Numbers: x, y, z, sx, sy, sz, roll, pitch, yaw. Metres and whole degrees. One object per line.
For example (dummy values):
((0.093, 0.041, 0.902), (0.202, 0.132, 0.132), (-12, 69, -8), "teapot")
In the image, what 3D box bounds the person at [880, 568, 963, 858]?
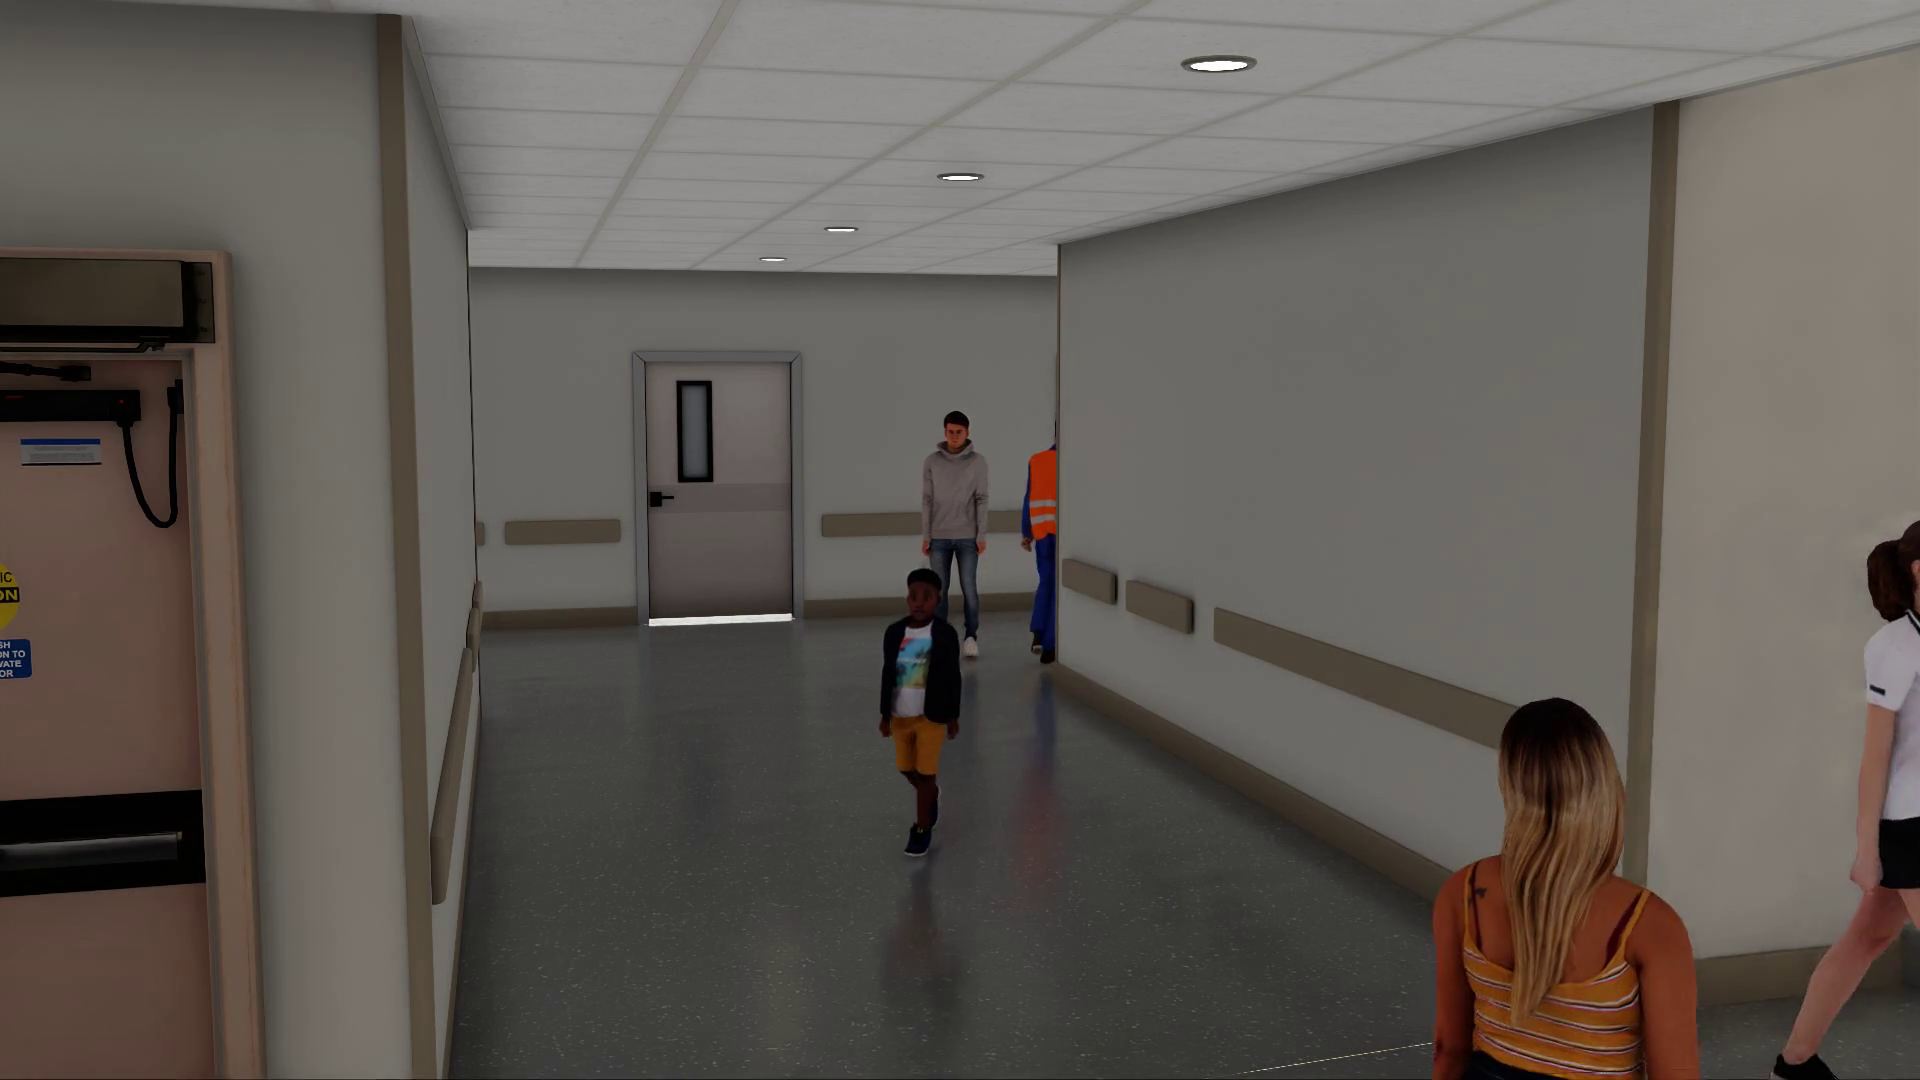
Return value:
((-0.174, 0.752, 7.509), (0.849, 1.255, 0.821), (2, 6, 15), "person")

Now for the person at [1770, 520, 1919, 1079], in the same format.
((2.551, 0.821, 4.599), (1.137, 1.702, 0.960), (-5, 7, -39), "person")

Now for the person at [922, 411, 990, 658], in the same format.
((-0.035, -0.042, 12.436), (0.679, 1.850, 0.806), (1, 6, 11), "person")

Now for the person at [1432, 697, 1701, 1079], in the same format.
((0.922, 1.077, 2.575), (0.796, 1.597, 0.752), (-5, 8, -42), "person")
